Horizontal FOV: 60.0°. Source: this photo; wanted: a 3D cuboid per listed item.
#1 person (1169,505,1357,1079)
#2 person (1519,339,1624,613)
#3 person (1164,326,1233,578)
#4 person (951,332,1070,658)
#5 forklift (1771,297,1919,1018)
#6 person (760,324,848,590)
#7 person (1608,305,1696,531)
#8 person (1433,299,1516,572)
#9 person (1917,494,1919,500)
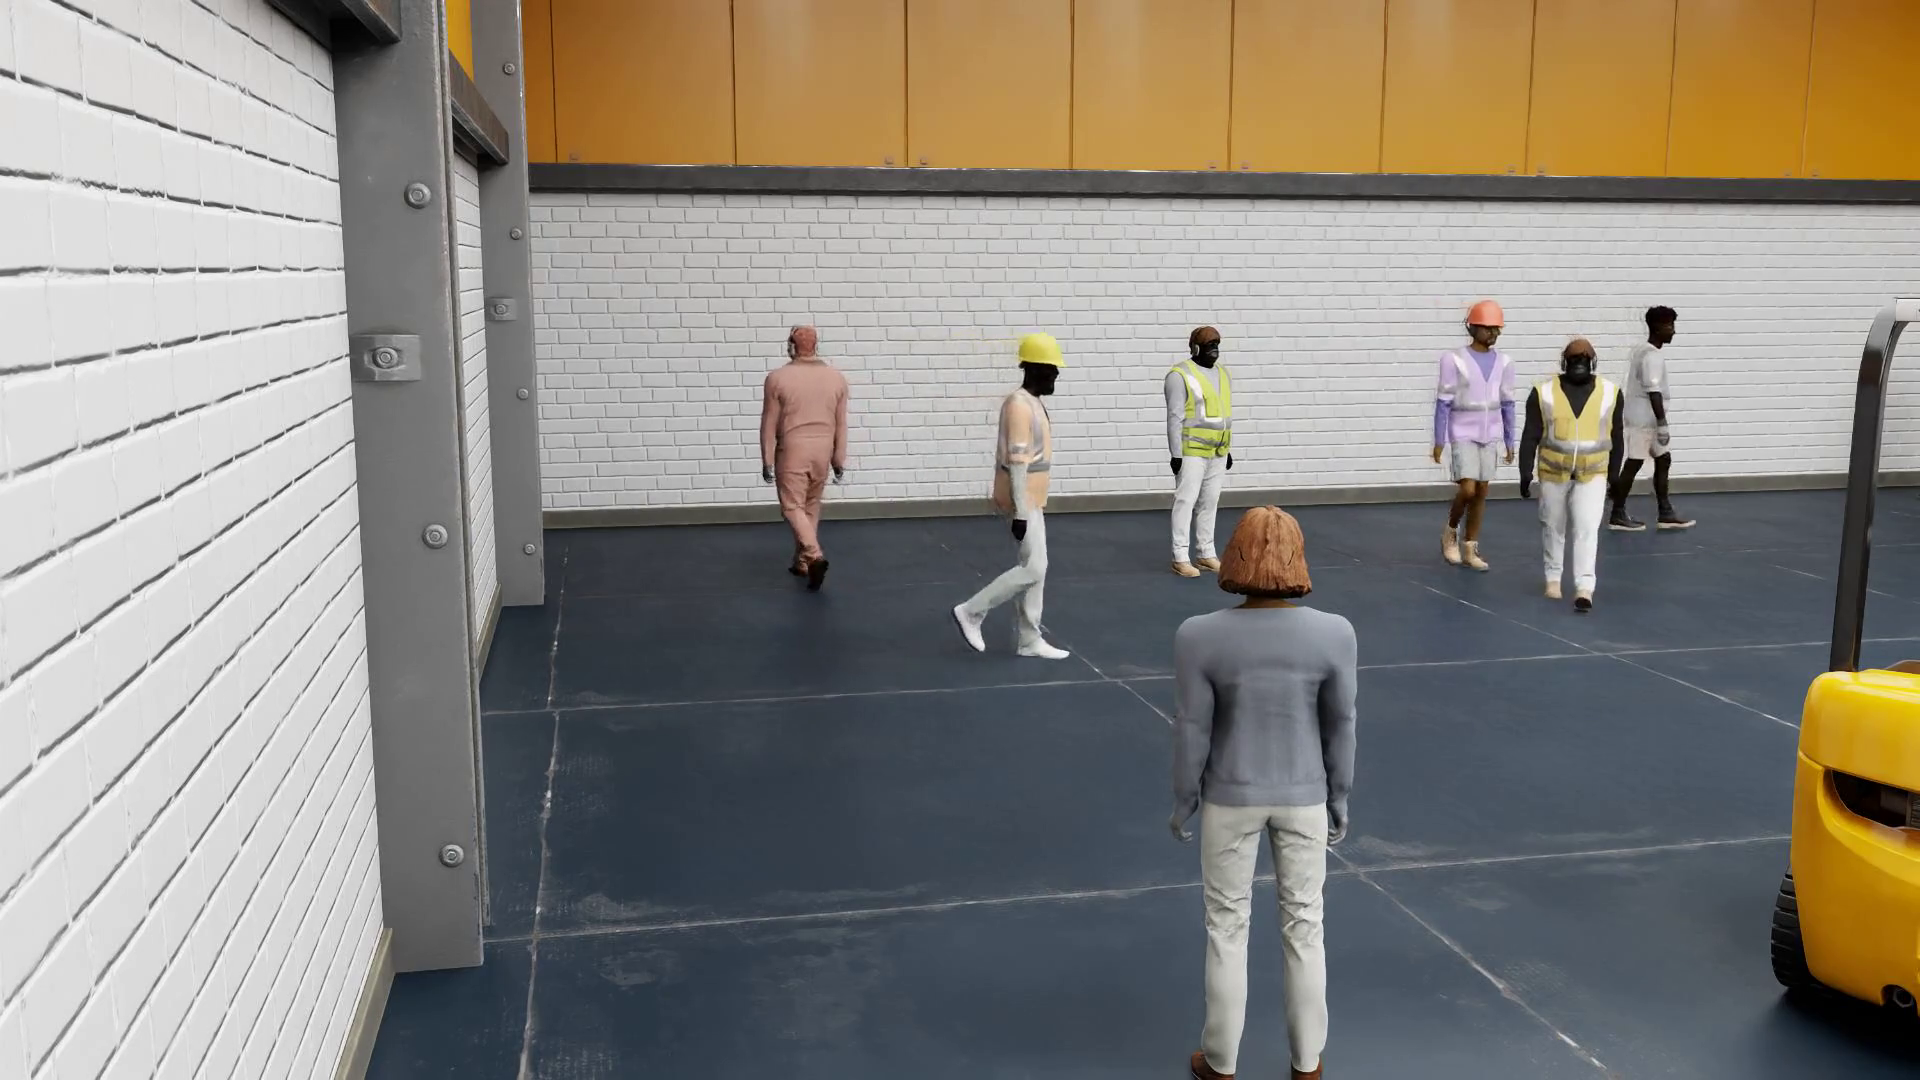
[{"bbox_3d":[0.819,0.719,4.529,0.499,1.634,0.279,0,9,1],"label":"person"},{"bbox_3d":[4.070,-0.435,11.093,0.661,1.786,0.981,3,10,17],"label":"person"},{"bbox_3d":[1.788,-0.653,12.263,0.635,1.842,0.429,-8,12,-39],"label":"person"},{"bbox_3d":[0.318,-0.237,9.556,0.601,1.907,0.583,1,9,9],"label":"person"},{"bbox_3d":[3.542,0.334,5.177,2.313,2.155,1.214,-9,13,-43],"label":"forklift"},{"bbox_3d":[-1.105,-0.601,11.884,0.653,1.878,0.923,-6,11,-32],"label":"person"},{"bbox_3d":[6.006,-1.025,14.222,0.840,1.932,0.645,3,10,19],"label":"person"},{"bbox_3d":[3.846,-0.764,12.364,0.644,2.029,0.423,-3,10,-16],"label":"person"},{"bbox_3d":[9.565,-1.280,16.108,0.591,1.834,0.404,-8,12,-39],"label":"person"}]
